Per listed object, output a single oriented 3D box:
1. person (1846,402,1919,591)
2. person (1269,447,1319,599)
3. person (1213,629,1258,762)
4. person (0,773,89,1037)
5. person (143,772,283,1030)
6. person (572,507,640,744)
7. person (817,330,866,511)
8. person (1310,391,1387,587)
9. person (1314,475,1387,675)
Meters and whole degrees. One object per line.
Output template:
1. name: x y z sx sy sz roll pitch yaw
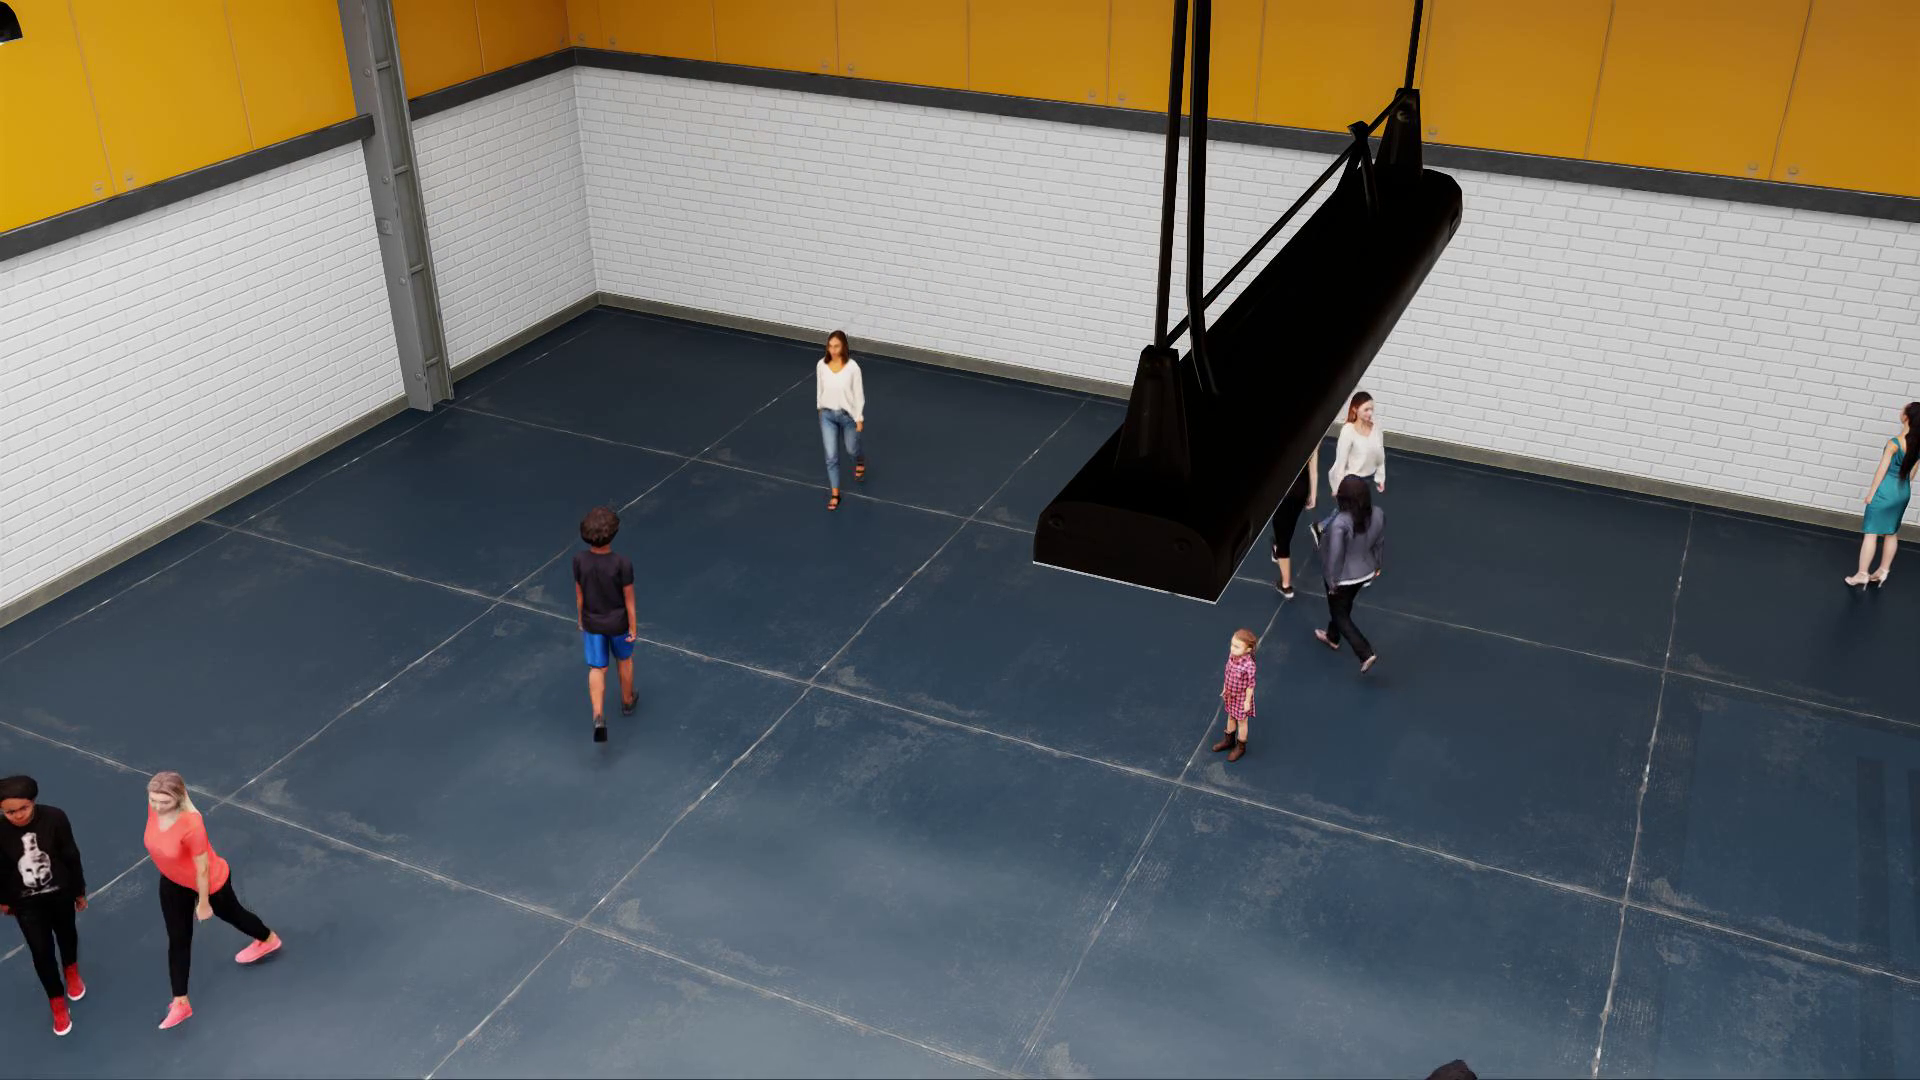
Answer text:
1. person: 7.727 -0.364 13.806 0.600 1.686 0.654 -9 30 -16
2. person: 2.731 -0.325 13.727 0.943 1.694 1.171 -2 29 -4
3. person: 1.989 1.084 11.845 0.541 1.022 0.500 -18 33 -30
4. person: -5.287 1.969 9.565 0.866 1.651 0.883 -16 32 -27
5. person: -4.353 1.951 9.626 0.648 1.626 1.105 16 33 27
6. person: -2.549 0.623 11.903 0.923 1.776 1.153 -1 29 -1
7. person: -1.066 -1.151 15.276 0.715 1.660 1.022 8 30 14
8. person: 3.293 -0.495 14.065 1.087 1.668 1.011 -18 34 -30
9. person: 3.033 0.286 12.732 1.072 1.573 1.052 -18 34 -30
